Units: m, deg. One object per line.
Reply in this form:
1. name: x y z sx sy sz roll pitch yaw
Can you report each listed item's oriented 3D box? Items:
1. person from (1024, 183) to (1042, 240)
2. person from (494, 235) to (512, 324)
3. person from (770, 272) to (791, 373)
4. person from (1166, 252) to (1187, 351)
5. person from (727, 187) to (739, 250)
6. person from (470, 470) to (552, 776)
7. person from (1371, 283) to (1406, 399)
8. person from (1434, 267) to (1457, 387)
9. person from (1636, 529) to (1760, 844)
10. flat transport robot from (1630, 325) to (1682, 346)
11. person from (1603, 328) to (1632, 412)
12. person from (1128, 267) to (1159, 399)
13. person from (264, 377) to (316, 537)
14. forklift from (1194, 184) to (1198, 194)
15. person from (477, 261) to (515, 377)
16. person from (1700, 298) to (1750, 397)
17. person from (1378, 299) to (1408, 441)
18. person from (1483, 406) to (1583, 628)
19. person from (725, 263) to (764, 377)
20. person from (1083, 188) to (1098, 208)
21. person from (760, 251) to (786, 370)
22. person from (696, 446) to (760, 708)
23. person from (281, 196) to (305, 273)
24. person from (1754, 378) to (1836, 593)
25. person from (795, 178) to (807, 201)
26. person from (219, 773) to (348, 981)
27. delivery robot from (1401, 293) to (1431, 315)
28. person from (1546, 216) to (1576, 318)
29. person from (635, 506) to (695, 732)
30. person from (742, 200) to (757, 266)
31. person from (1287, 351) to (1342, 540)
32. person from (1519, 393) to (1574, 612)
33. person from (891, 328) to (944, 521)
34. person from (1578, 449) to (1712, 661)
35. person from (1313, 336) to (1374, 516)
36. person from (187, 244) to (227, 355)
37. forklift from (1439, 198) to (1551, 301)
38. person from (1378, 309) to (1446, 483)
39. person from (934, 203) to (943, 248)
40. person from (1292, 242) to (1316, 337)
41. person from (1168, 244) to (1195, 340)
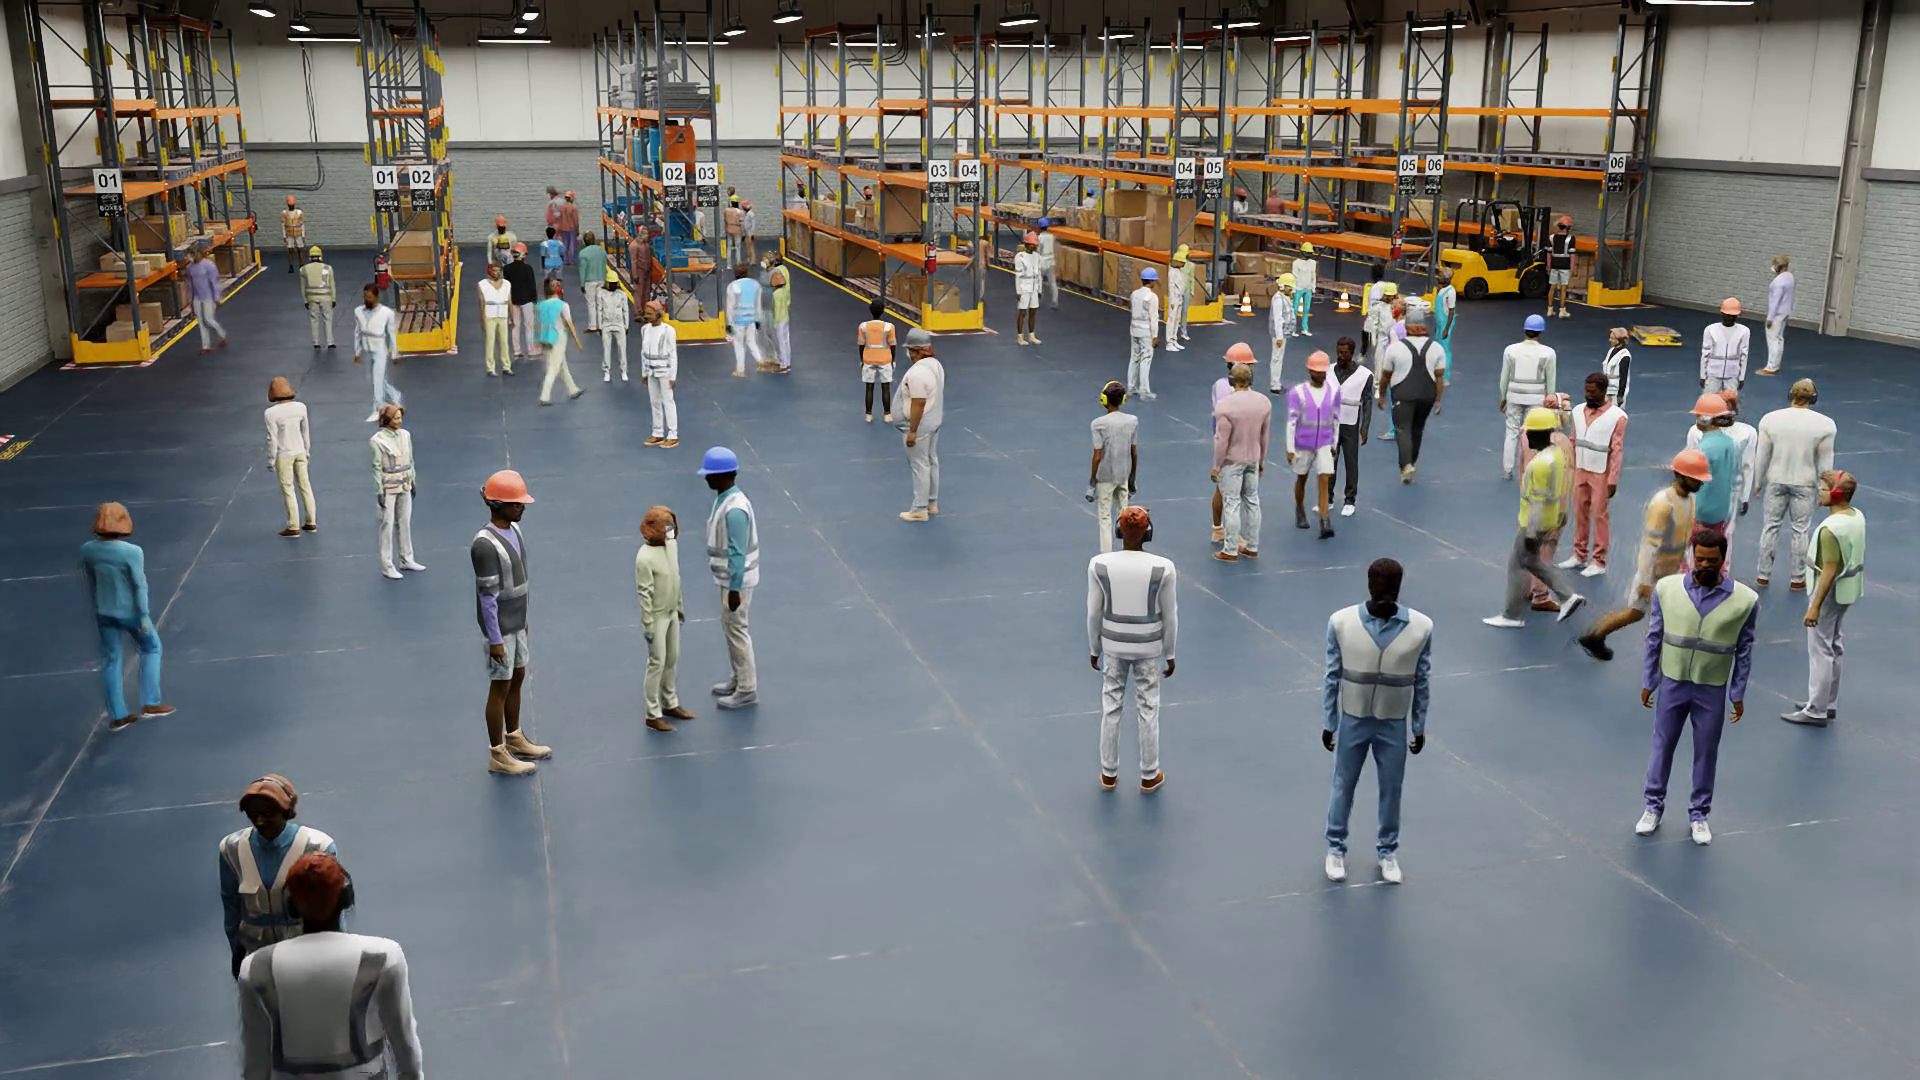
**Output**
1. person: 2.293 -10.049 51.152 0.548 1.831 0.444 7 17 26
2. person: -8.997 -5.166 32.949 0.485 1.744 0.295 11 18 36
3. person: -2.928 -3.540 27.037 0.286 1.634 0.500 3 15 13
4. person: 3.836 -4.221 29.398 0.303 1.741 0.484 7 17 26
5. person: -6.673 -9.484 49.022 0.337 1.839 0.509 1 15 3
6. person: -2.949 0.540 10.925 0.404 2.035 0.606 1 15 5
7. person: 6.340 -2.947 24.622 0.494 1.729 0.324 1 15 3
8. person: 7.461 -3.292 25.698 0.344 1.847 0.504 0 15 -2
9. person: 4.388 0.859 9.940 0.591 1.919 0.390 7 16 24
10. flat transport robot: 12.720 -3.739 30.400 0.652 0.197 1.431 3 15 12
11. person: 8.089 -1.808 20.533 0.313 1.633 0.518 0 15 0
12. person: 2.745 -3.065 24.672 0.426 1.939 0.609 -8 17 -28
13. person: -6.821 -0.845 16.899 0.281 1.631 0.507 8 17 27
14. forklift: 7.392 -11.333 53.972 1.873 2.768 1.129 -4 15 -15
15. person: -7.417 -3.534 26.622 0.568 1.842 0.400 -12 19 -38
16. person: 9.673 -2.107 21.085 0.544 1.930 0.388 4 16 16
17. person: 5.708 -2.199 21.602 0.395 1.837 0.564 11 19 37
18. person: 4.832 -0.172 13.840 0.688 1.905 0.599 8 17 29
19. person: -3.438 -3.489 26.471 0.636 1.829 0.513 -13 19 -40
20. person: 3.606 -8.986 47.015 0.634 1.901 0.672 4 15 15
21. person: -3.099 -3.761 27.282 0.358 1.938 0.636 -12 19 -37
22. person: -1.677 0.267 12.138 0.431 1.937 0.634 -4 15 -14
23. person: -17.016 -7.800 42.480 0.545 1.942 0.351 -6 16 -21
24. person: 7.482 -0.492 14.987 0.629 1.939 0.371 9 18 31
25. person: -4.949 -10.253 51.713 0.360 1.939 0.543 12 19 37
26. person: -2.865 1.760 7.108 0.513 1.631 0.318 0 15 0
27. delivery robot: 9.060 -4.694 33.268 0.477 0.478 0.707 -10 18 -32
28. person: 12.230 -5.553 33.828 0.370 2.044 0.608 -13 20 -41
29. person: -2.092 0.544 11.692 0.288 1.623 0.507 5 16 17
30. person: -5.610 -8.146 44.142 0.342 1.749 0.572 -8 17 -27
31. person: 3.594 -0.964 16.850 0.568 1.883 1.006 -1 15 -2
32. person: 5.113 -0.338 14.467 0.407 1.906 0.655 -3 15 -10
33. person: -0.459 -1.230 17.564 0.538 2.000 0.689 5 16 18
34. person: 5.217 0.174 12.618 0.567 1.877 0.954 -11 18 -35
35. person: 4.096 -1.225 17.781 0.600 1.917 0.376 11 18 35
36. person: -13.155 -4.177 28.914 0.662 1.905 0.507 6 16 20
37. forklift: 11.913 -6.508 37.130 2.313 2.155 1.214 -4 15 -15
38. person: 5.278 -1.709 19.366 0.685 2.000 0.974 0 15 -1
39. person: -0.601 -9.242 48.287 0.298 1.744 0.487 -1 15 -5
40. person: 6.428 -4.679 31.095 0.530 1.761 0.343 -6 16 -21
41. person: 4.076 -4.557 30.628 0.524 1.759 0.328 -4 15 -13
